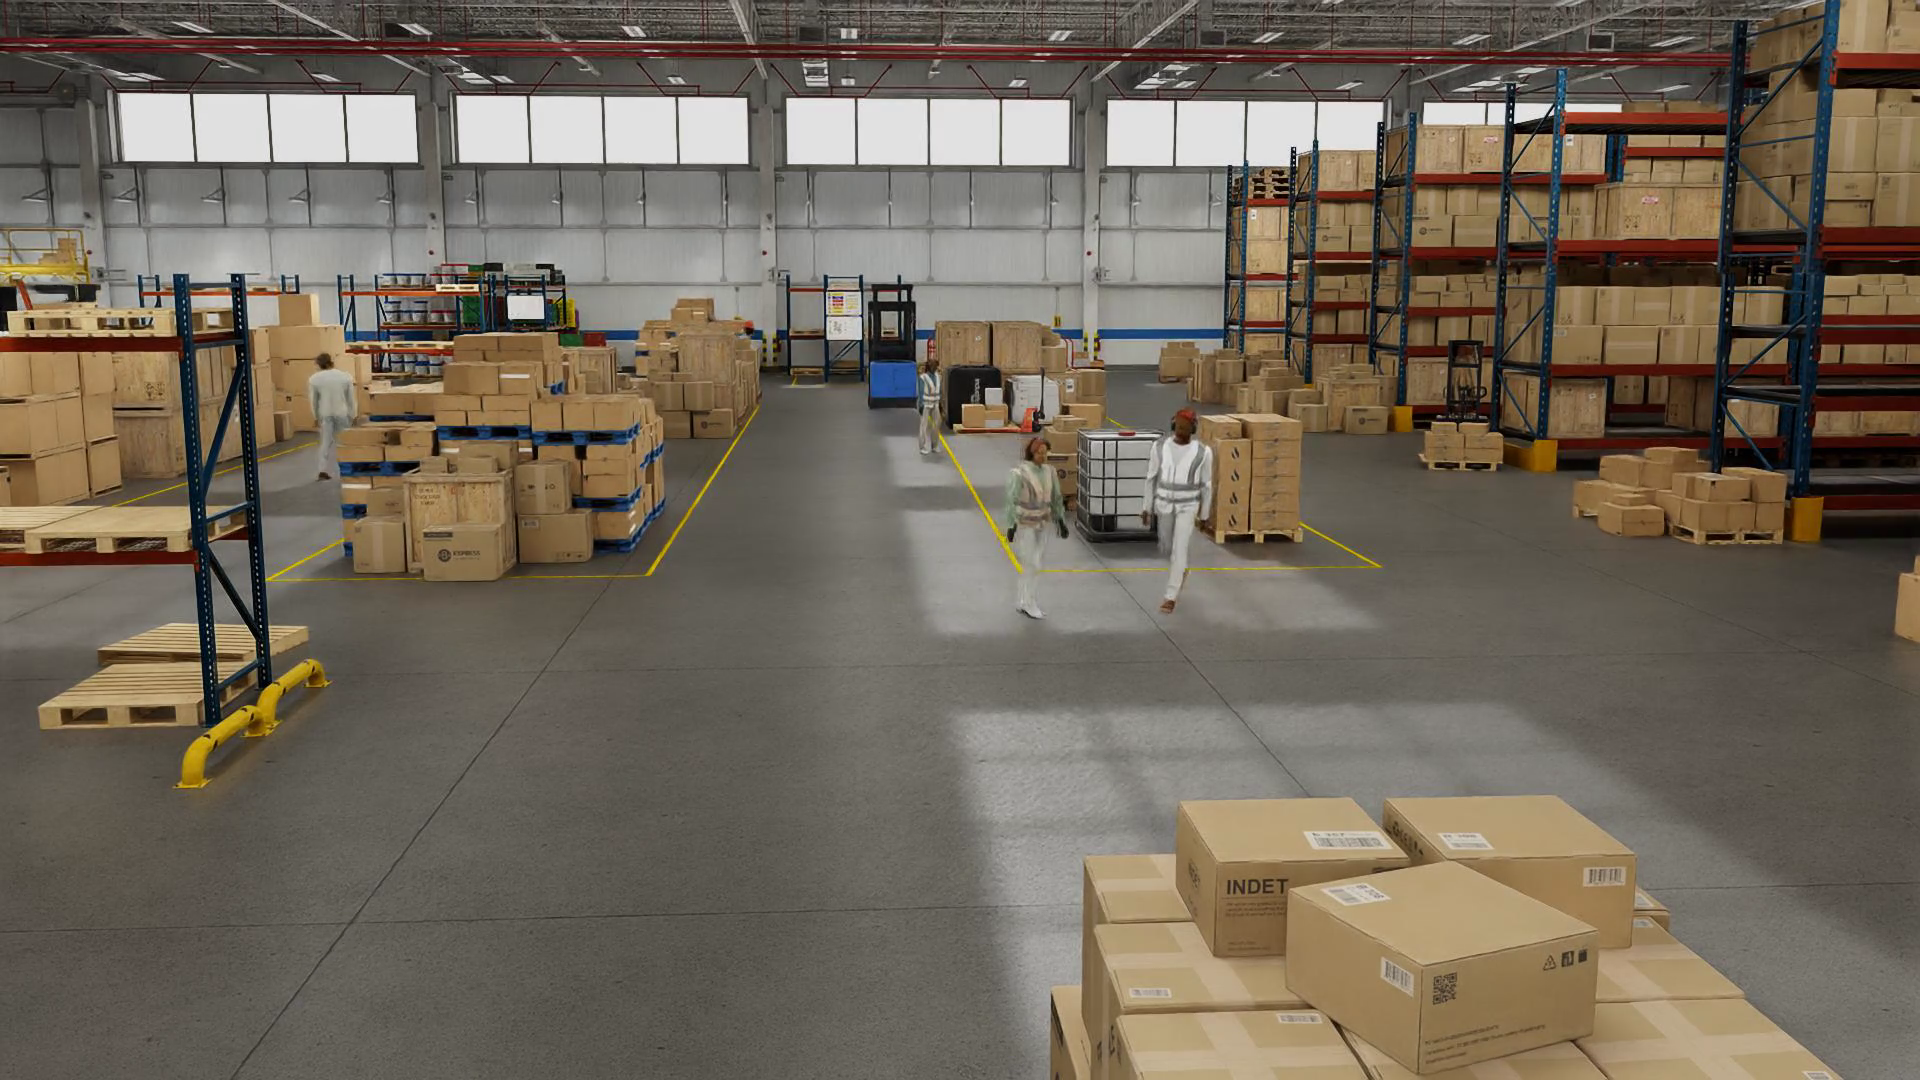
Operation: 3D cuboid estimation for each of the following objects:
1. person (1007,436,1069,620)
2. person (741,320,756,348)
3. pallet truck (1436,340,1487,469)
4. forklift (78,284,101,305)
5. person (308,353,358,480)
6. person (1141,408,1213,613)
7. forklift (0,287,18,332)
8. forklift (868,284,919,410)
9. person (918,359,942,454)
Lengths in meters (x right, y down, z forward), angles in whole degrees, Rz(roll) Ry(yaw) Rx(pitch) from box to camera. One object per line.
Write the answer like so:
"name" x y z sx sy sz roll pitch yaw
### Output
"person" 0.675 -0.109 14.624 0.550 1.615 0.535 -8 12 -42
"person" -5.354 -4.512 41.391 0.743 1.911 0.541 2 9 11
"pallet truck" 8.004 -2.170 26.422 0.823 1.965 1.885 2 9 14
"forklift" -19.119 -4.240 36.653 1.873 2.768 1.129 -5 10 -30
"person" -9.250 -1.821 24.584 0.674 1.888 0.566 -3 10 -18
"person" 2.000 -0.293 15.122 0.627 1.853 0.836 4 10 25
"forklift" -16.257 -2.887 28.158 1.873 2.768 1.129 -1 9 -4
"forklift" -1.524 -4.388 37.581 1.129 2.768 1.873 -1 9 -4
"person" -0.505 -2.250 28.125 0.522 1.613 0.371 -9 13 -44
